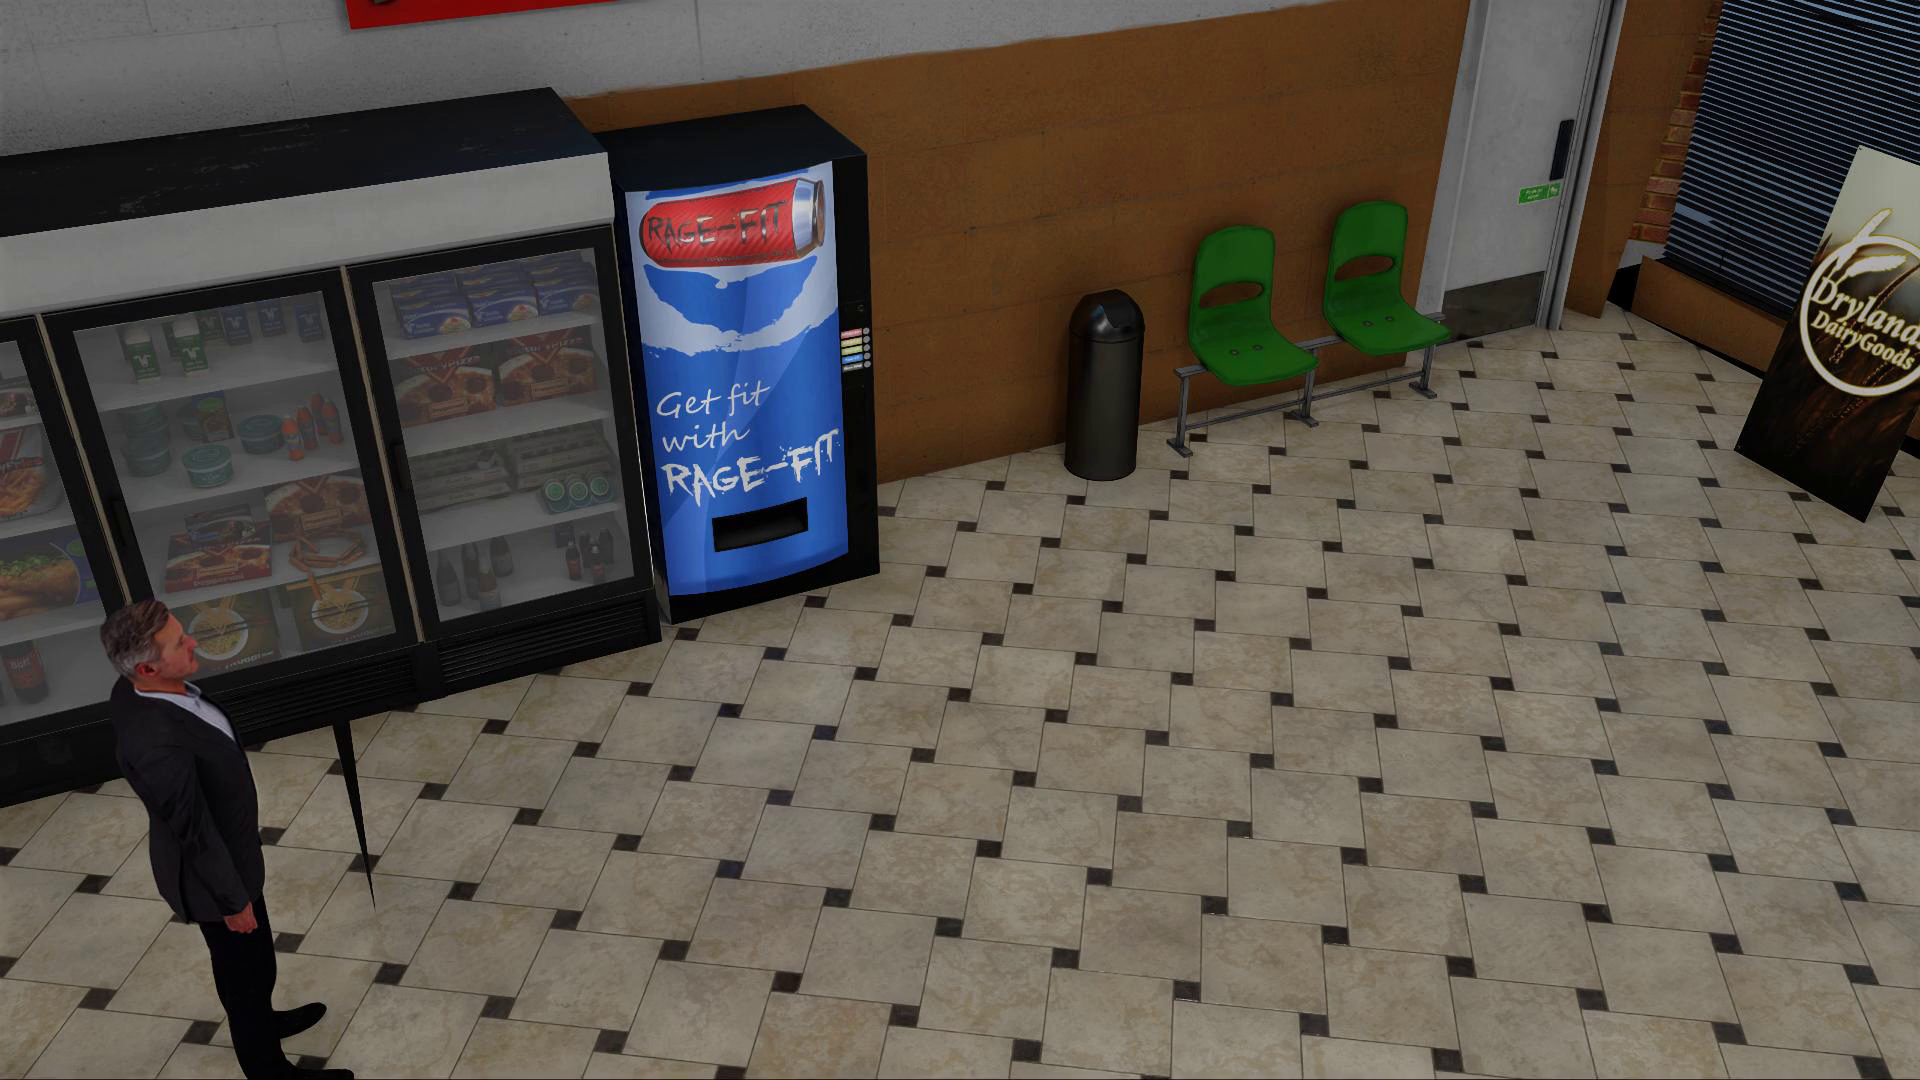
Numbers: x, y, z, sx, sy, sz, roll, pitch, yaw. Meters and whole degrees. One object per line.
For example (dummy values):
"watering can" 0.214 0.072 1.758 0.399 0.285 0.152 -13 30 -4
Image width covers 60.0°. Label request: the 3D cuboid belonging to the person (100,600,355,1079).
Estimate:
"person" -2.255 0.952 5.035 0.790 1.842 0.567 -18 36 -26
